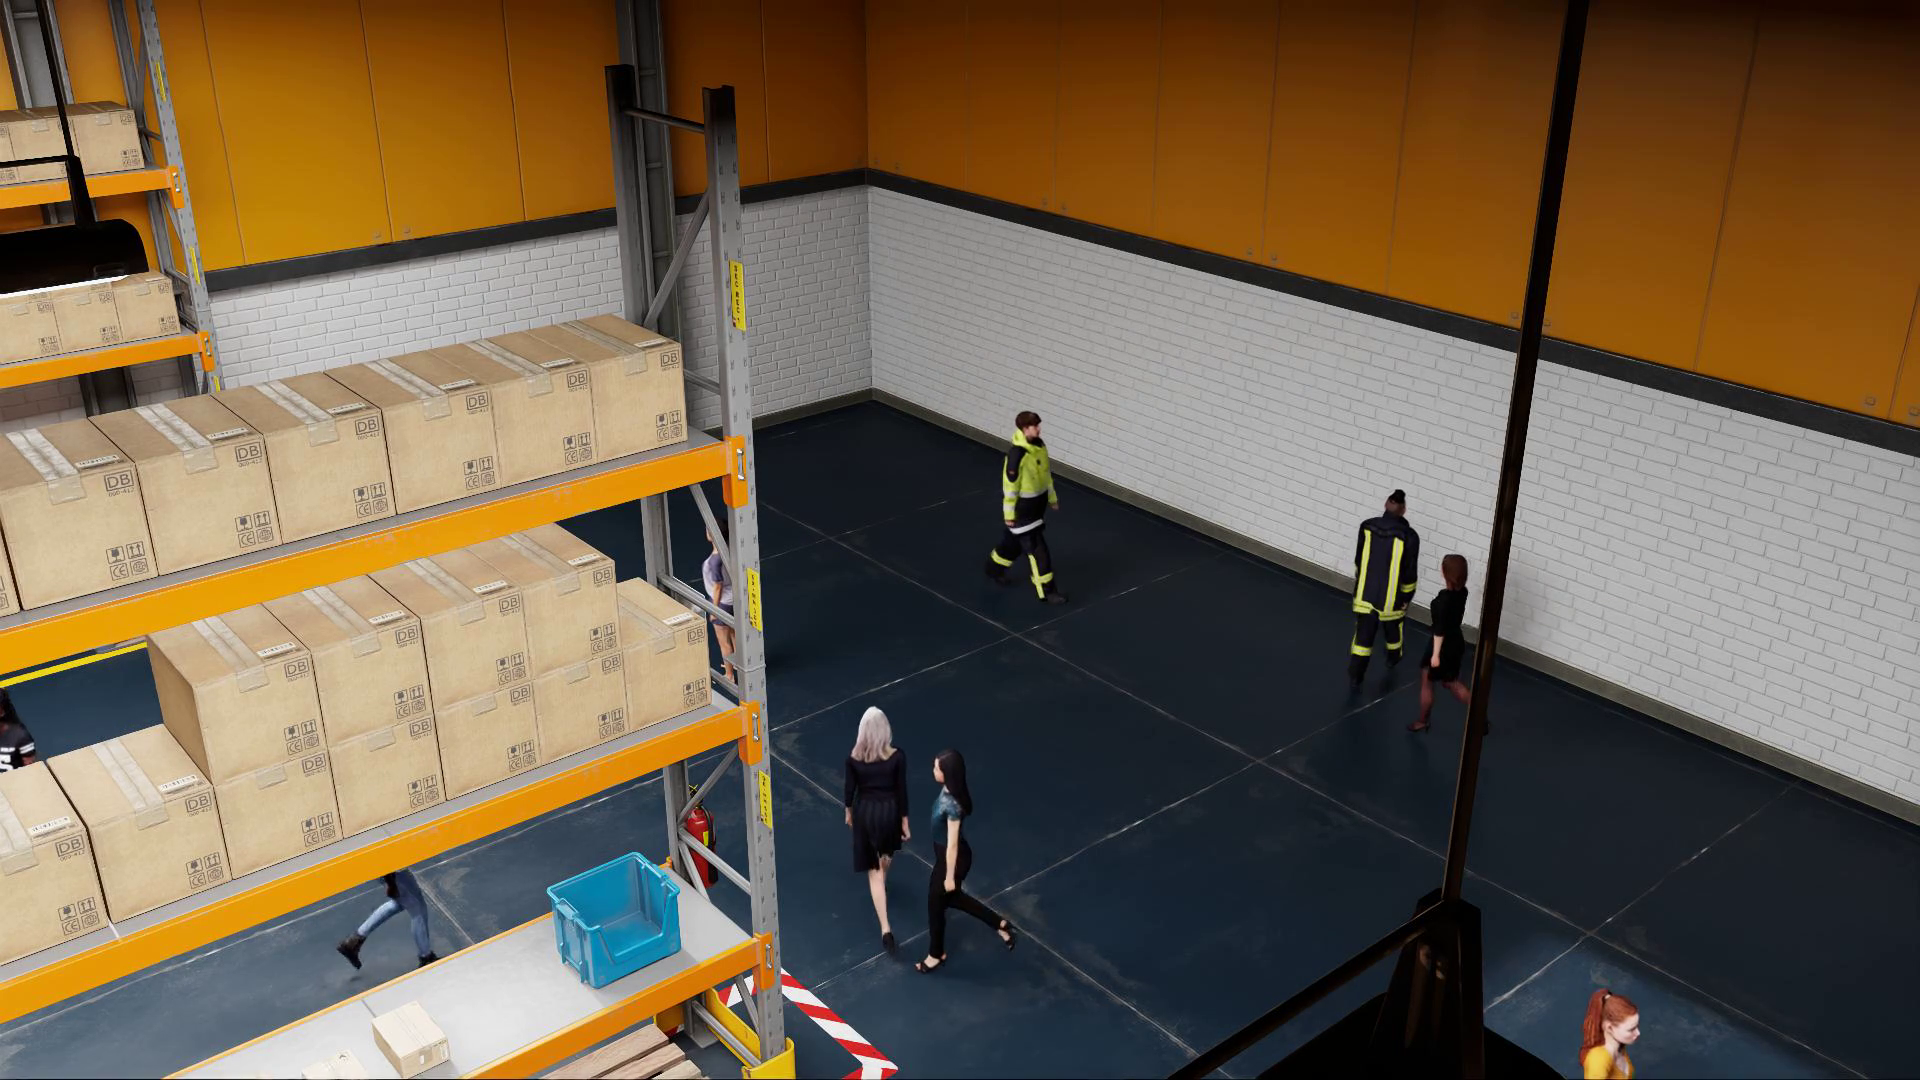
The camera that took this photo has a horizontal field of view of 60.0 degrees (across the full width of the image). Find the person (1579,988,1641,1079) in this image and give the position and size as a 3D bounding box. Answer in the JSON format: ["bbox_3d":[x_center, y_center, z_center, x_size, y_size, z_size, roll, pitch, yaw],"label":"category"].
[{"bbox_3d":[3.200,3.060,8.677,0.869,1.728,0.943,11,26,23],"label":"person"}]

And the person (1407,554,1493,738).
[{"bbox_3d":[4.046,0.931,13.602,0.727,1.683,0.913,20,30,38],"label":"person"}]

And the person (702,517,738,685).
[{"bbox_3d":[-2.080,0.516,14.700,0.711,1.565,0.622,7,25,16],"label":"person"}]

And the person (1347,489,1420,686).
[{"bbox_3d":[3.659,0.439,14.553,1.004,1.824,1.240,14,27,28],"label":"person"}]

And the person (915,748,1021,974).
[{"bbox_3d":[0.019,2.118,10.846,1.003,1.716,0.910,0,24,-1],"label":"person"}]

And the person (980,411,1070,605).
[{"bbox_3d":[0.558,-0.344,16.197,1.173,1.942,1.324,12,26,25],"label":"person"}]

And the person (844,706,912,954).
[{"bbox_3d":[-0.546,1.975,11.186,1.133,1.704,1.079,-2,24,-4],"label":"person"}]
